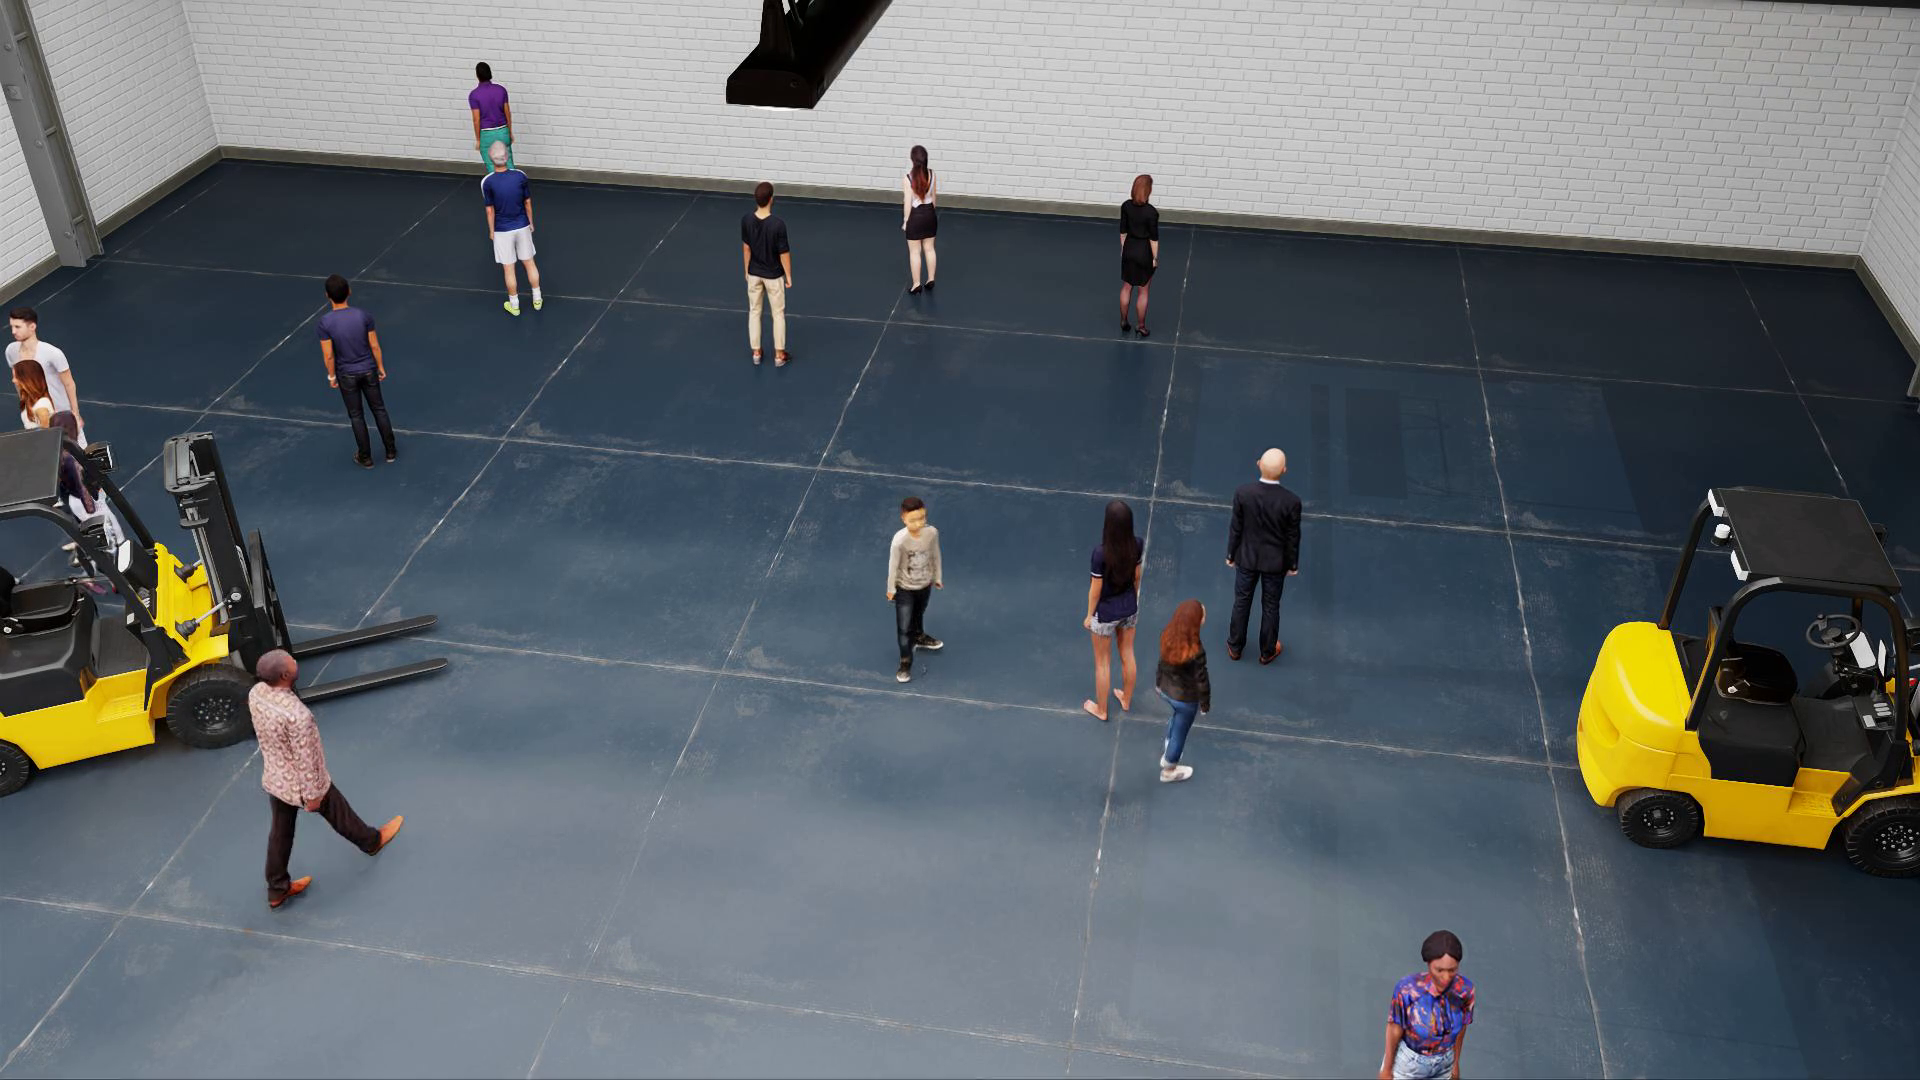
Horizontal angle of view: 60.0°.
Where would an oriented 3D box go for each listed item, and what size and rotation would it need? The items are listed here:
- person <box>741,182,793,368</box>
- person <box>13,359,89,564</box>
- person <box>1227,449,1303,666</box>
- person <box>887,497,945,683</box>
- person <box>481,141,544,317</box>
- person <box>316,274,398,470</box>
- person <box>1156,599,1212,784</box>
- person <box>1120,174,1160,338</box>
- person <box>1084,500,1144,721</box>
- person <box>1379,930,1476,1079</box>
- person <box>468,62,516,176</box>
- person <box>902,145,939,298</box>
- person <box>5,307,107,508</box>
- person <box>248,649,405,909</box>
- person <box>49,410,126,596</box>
[{"bbox_3d":[-1.890,-2.567,16.139,0.636,1.851,0.535,7,34,10],"label":"person"},{"bbox_3d":[-7.211,-0.638,13.297,0.727,1.784,0.671,-22,39,-29],"label":"person"},{"bbox_3d":[2.203,0.126,12.133,0.700,1.801,0.621,10,35,14],"label":"person"},{"bbox_3d":[-0.339,0.291,12.205,0.802,1.447,0.855,-25,41,-33],"label":"person"},{"bbox_3d":[-4.619,-3.218,17.130,0.720,1.839,0.770,-19,38,-26],"label":"person"},{"bbox_3d":[-5.279,-1.470,14.542,0.708,1.792,0.744,-18,38,-25],"label":"person"},{"bbox_3d":[1.417,1.030,11.071,0.728,1.472,0.665,-20,39,-28],"label":"person"},{"bbox_3d":[1.789,-2.854,16.703,0.657,1.705,0.652,24,40,31],"label":"person"},{"bbox_3d":[1.075,0.499,11.604,0.662,1.766,0.699,-15,36,-21],"label":"person"},{"bbox_3d":[2.323,2.636,8.409,0.649,1.743,0.614,-4,34,-6],"label":"person"},{"bbox_3d":[-5.444,-4.718,19.451,0.720,1.767,0.780,-21,39,-28],"label":"person"},{"bbox_3d":[-0.417,-3.371,17.531,0.630,1.650,0.686,-20,39,-28],"label":"person"},{"bbox_3d":[-7.593,-1.102,13.932,0.676,1.854,0.548,6,34,9],"label":"person"},{"bbox_3d":[-4.105,1.496,10.109,1.031,1.759,1.286,21,39,28],"label":"person"},{"bbox_3d":[-6.787,-0.231,12.861,0.880,1.589,0.821,-24,40,-31],"label":"person"}]
